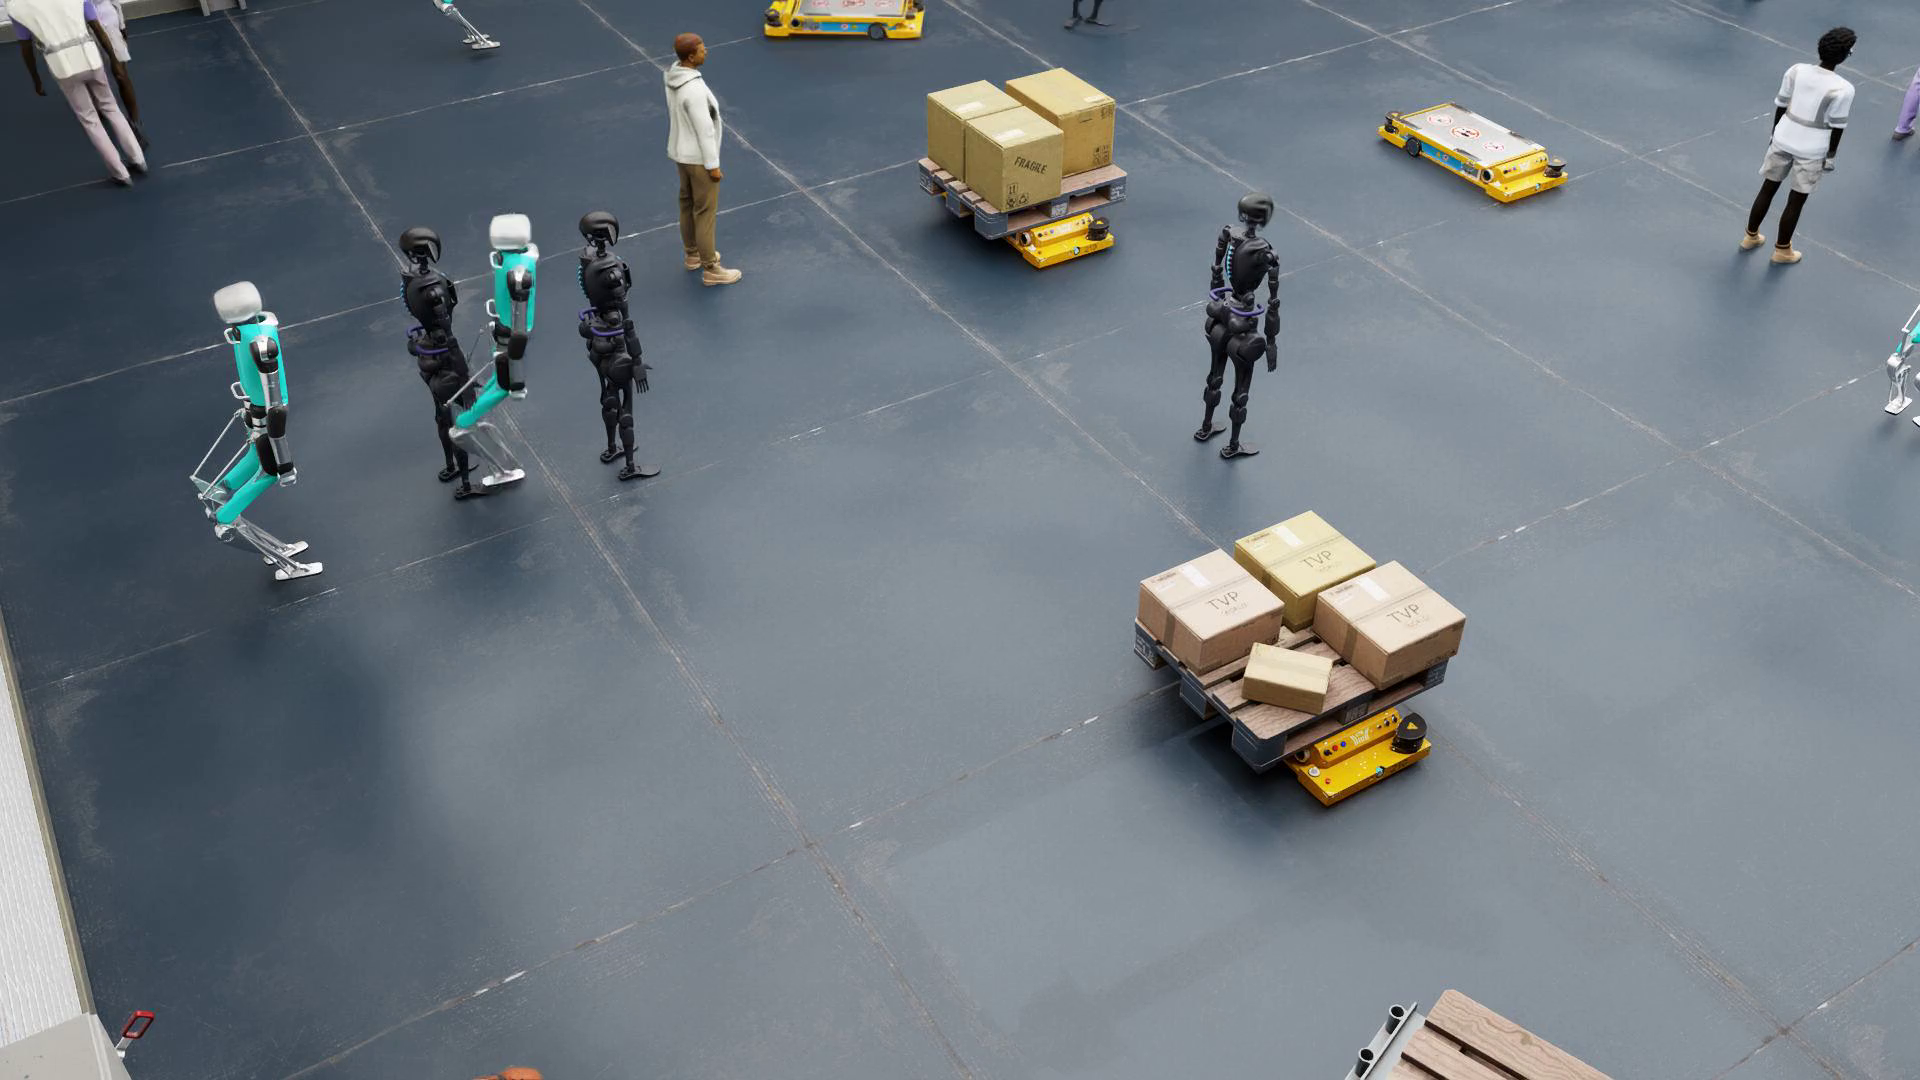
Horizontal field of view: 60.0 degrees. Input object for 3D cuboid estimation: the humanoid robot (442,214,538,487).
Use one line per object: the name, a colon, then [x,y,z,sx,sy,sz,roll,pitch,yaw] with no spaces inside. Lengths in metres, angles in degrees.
humanoid robot: [-2.663,-0.972,9.362,0.765,1.786,0.570,-10,39,-12]

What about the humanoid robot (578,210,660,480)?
humanoid robot: [-1.999,-1.136,9.581,0.315,1.657,0.599,-21,43,-24]

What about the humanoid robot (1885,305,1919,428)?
humanoid robot: [5.834,-1.410,9.782,0.735,1.677,0.533,-21,43,-24]

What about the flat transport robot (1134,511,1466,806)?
flat transport robot: [1.635,0.714,8.391,0.659,0.231,1.431,-21,43,-24]

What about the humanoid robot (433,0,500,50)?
humanoid robot: [-4.392,-5.095,14.431,0.735,1.677,0.533,-21,43,-24]

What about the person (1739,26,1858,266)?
person: [5.877,-2.747,11.606,0.316,1.695,0.540,-21,43,-24]

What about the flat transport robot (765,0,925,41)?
flat transport robot: [-1.059,-4.875,15.443,1.431,0.231,0.659,2,38,2]

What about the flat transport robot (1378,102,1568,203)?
flat transport robot: [4.062,-3.106,13.211,0.659,0.231,1.431,-21,43,-24]

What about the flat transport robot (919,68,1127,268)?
flat transport robot: [0.469,-2.477,12.417,0.659,0.231,1.431,-21,43,-24]

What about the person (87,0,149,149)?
person: [-6.925,-4.128,13.197,0.540,1.896,0.915,-22,43,-25]

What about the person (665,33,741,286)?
person: [-1.810,-2.595,11.360,0.364,1.766,0.534,-21,43,-24]

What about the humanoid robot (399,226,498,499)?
humanoid robot: [-2.934,-1.019,9.433,0.315,1.657,0.599,-21,43,-24]

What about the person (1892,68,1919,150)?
person: [7.800,-3.960,13.021,0.375,1.840,0.570,-21,43,-24]

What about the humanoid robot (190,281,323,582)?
humanoid robot: [-3.760,-0.496,8.628,0.735,1.677,0.533,-21,43,-24]

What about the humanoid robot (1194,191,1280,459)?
humanoid robot: [1.633,-1.274,9.754,0.314,1.657,0.599,-21,43,-24]

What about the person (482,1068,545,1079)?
person: [-1.268,2.246,5.160,0.342,1.879,0.585,-21,43,-24]

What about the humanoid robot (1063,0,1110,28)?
humanoid robot: [1.224,-5.432,15.021,0.587,1.644,0.333,-1,38,-2]

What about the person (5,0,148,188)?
person: [-6.648,-3.520,12.497,0.610,1.799,0.491,-28,46,-30]
